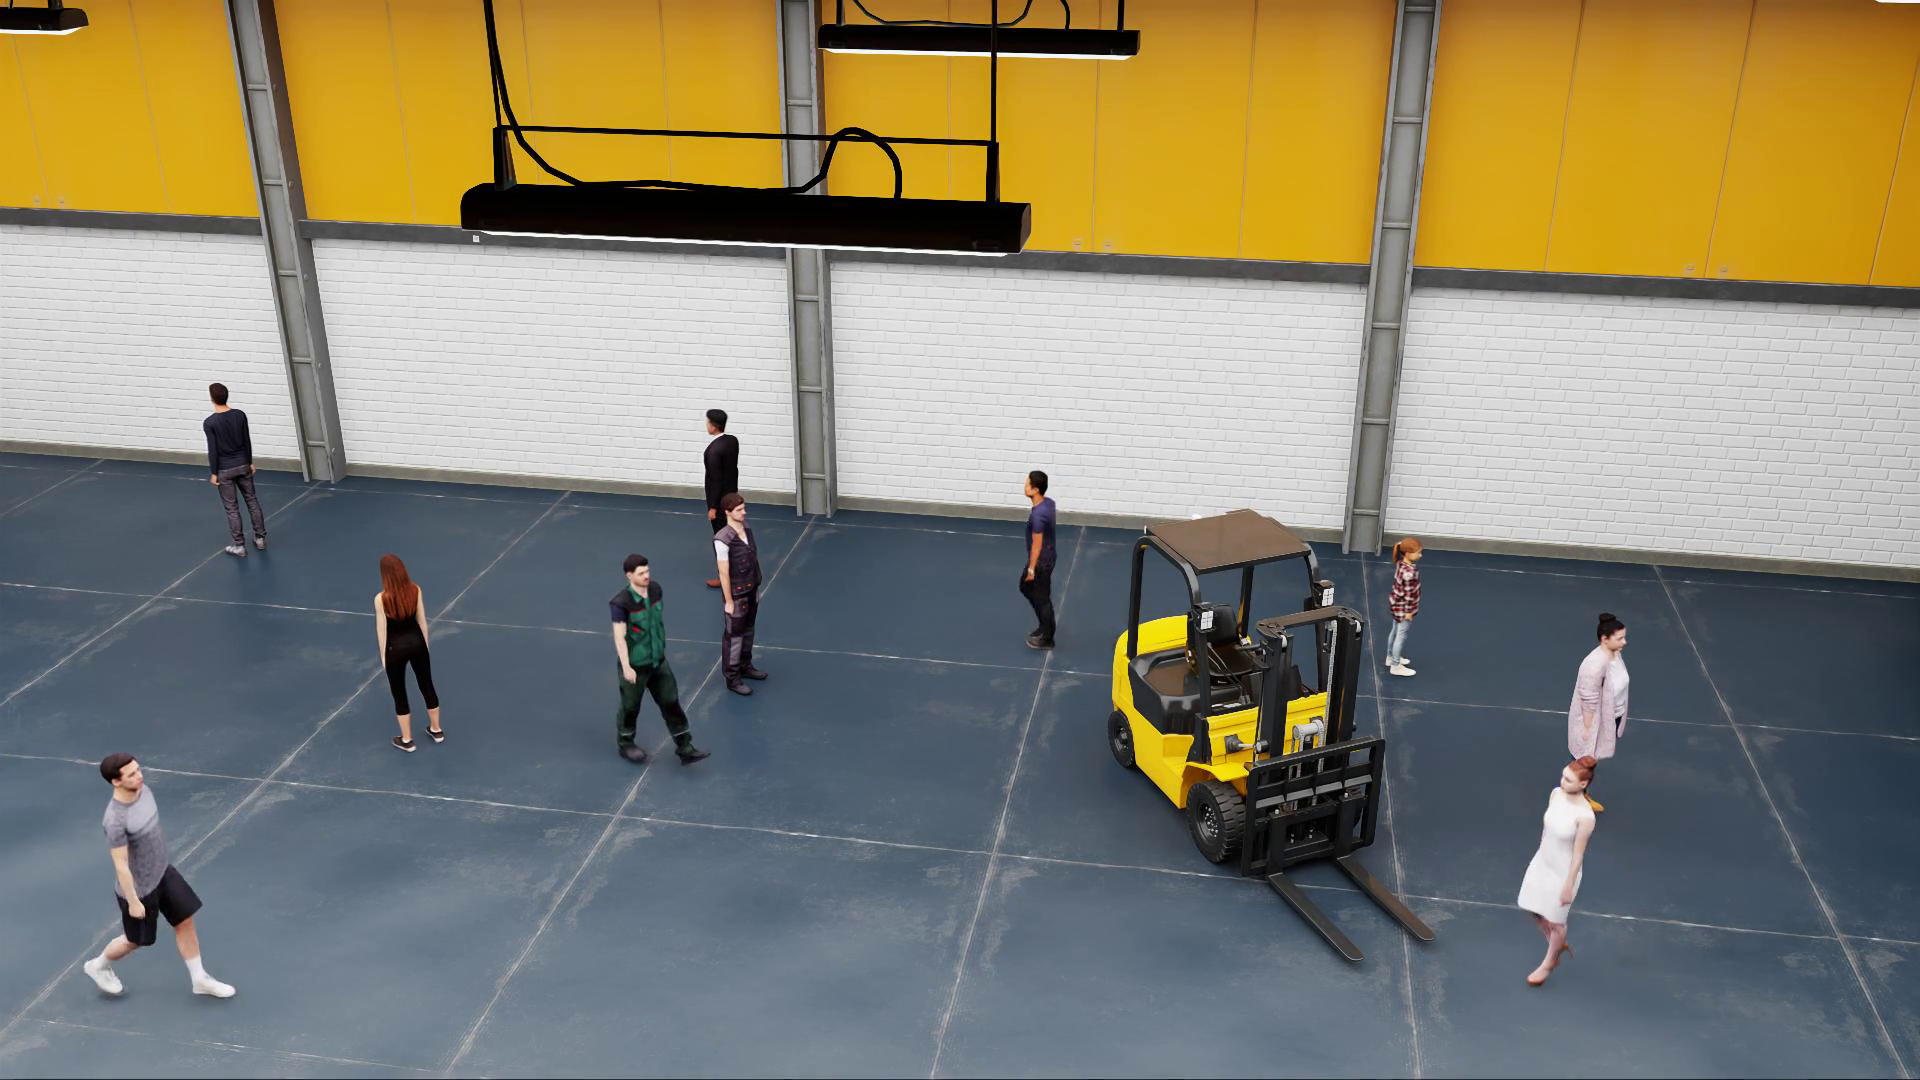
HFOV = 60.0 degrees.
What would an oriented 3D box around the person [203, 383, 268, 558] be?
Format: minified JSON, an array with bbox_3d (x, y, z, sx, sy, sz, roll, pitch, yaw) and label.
[{"bbox_3d":[-7.599,-0.745,17.399,0.711,1.871,0.710,18,29,35],"label":"person"}]

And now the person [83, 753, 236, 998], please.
[{"bbox_3d":[-5.360,2.198,10.715,1.199,1.831,0.688,4,24,8],"label":"person"}]

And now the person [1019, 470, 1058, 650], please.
[{"bbox_3d":[0.835,0.197,15.358,0.585,1.779,0.671,4,24,8],"label":"person"}]

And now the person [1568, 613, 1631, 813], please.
[{"bbox_3d":[4.868,1.355,12.753,0.803,1.744,0.790,19,30,36],"label":"person"}]

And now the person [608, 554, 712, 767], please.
[{"bbox_3d":[-2.644,0.972,13.488,1.239,1.858,1.023,16,28,32],"label":"person"}]

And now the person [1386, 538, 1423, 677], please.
[{"bbox_3d":[4.010,0.583,15.065,0.520,1.306,0.541,2,24,4],"label":"person"}]

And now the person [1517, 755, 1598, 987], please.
[{"bbox_3d":[3.985,2.166,10.846,0.786,1.785,0.725,-6,24,-14],"label":"person"}]

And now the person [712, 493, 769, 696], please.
[{"bbox_3d":[-1.965,0.446,14.701,0.634,1.849,0.692,9,25,19],"label":"person"}]

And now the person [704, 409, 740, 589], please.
[{"bbox_3d":[-2.369,-0.430,16.666,0.581,1.880,0.717,7,24,15],"label":"person"}]

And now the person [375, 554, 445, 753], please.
[{"bbox_3d":[-4.588,0.920,13.776,0.647,1.722,0.693,-19,30,-36],"label":"person"}]
